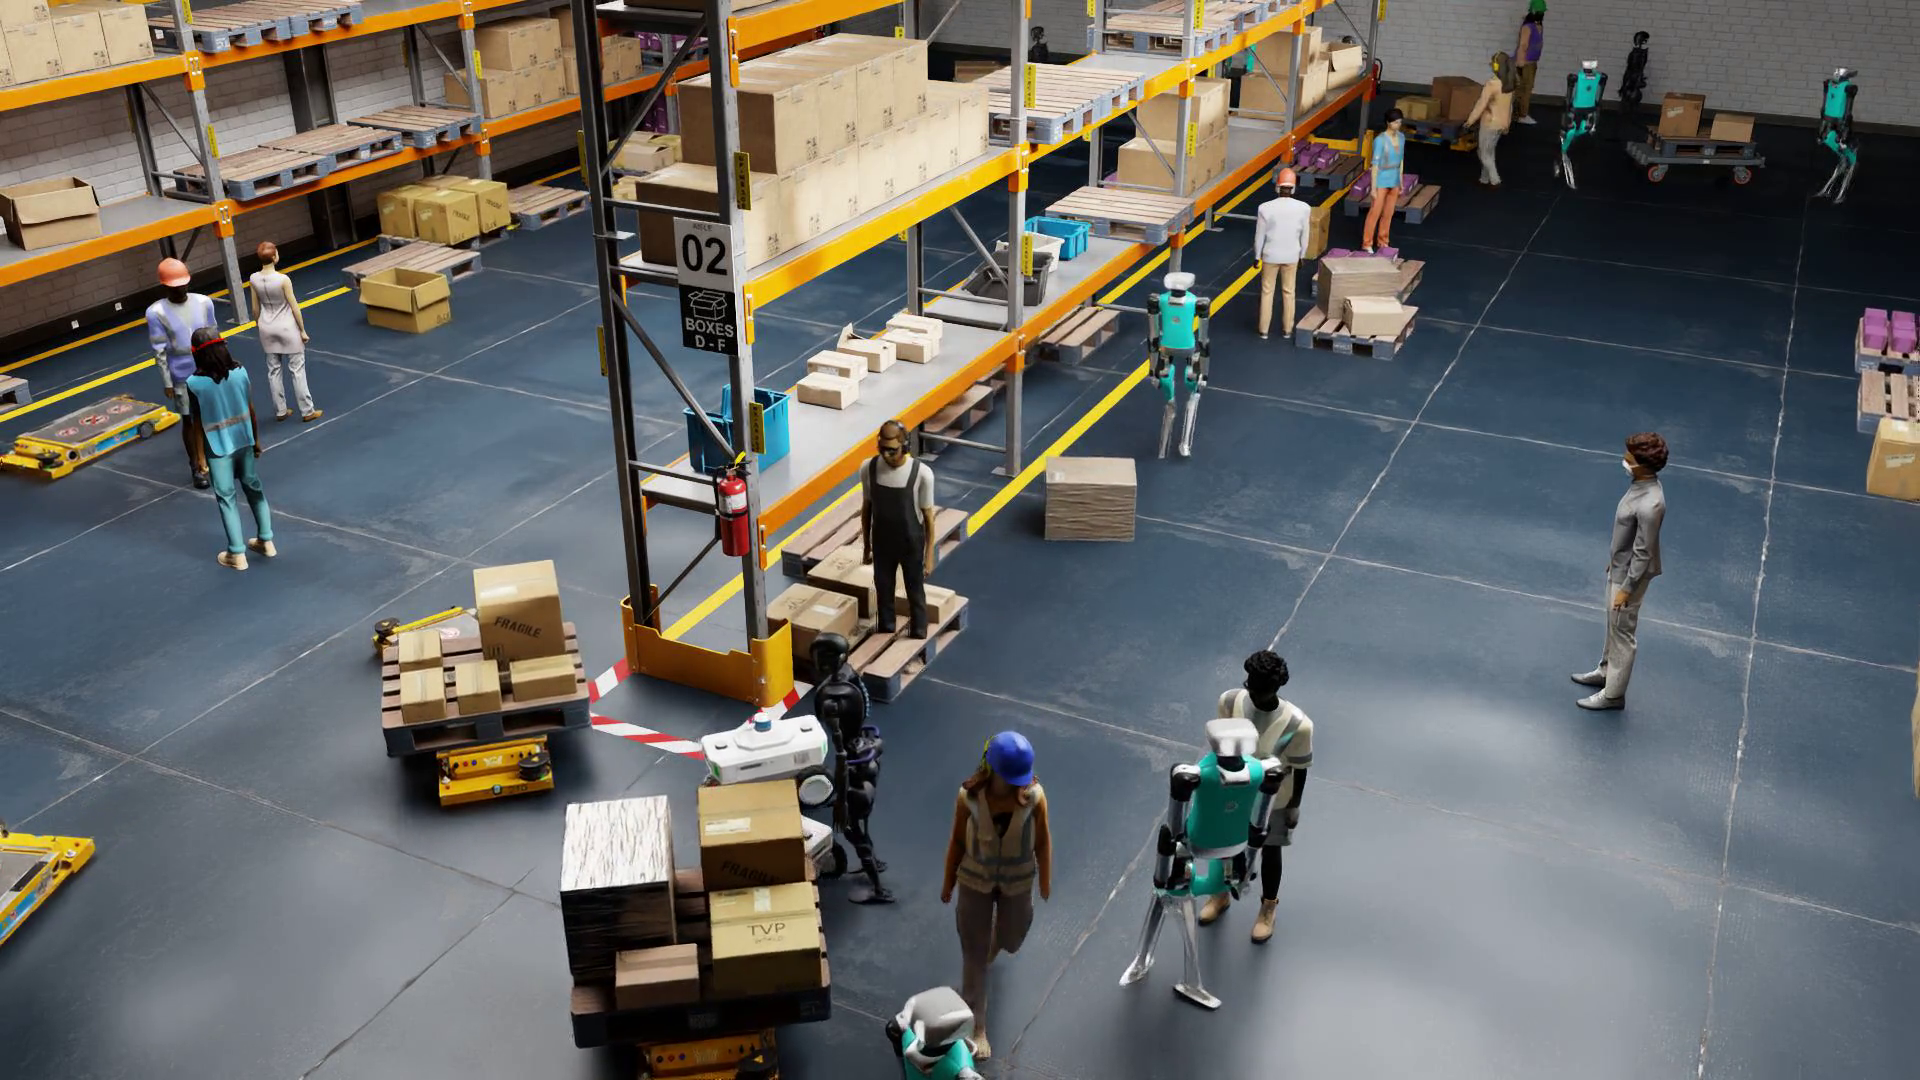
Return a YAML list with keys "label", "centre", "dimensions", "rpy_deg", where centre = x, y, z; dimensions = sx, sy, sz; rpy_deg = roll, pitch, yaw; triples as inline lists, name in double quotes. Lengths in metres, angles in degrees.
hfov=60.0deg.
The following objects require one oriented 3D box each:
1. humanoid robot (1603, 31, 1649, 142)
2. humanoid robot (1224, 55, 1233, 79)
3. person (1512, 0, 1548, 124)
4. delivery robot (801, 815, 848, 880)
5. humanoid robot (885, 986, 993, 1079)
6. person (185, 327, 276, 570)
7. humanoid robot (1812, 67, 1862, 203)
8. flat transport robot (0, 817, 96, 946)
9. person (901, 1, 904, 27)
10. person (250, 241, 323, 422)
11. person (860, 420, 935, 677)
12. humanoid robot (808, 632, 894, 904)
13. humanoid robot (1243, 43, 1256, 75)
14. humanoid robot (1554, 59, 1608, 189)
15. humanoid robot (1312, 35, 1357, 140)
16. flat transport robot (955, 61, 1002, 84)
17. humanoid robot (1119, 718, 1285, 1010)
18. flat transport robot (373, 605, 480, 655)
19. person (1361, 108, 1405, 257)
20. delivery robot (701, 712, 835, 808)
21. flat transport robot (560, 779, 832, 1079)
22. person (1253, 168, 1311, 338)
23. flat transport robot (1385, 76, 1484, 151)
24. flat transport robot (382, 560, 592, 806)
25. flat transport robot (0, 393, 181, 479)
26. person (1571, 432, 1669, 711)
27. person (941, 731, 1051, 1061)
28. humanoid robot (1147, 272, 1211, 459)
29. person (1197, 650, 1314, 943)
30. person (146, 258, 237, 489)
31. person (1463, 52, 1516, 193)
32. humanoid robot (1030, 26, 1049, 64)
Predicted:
- label: "humanoid robot"
  centre: [10.152, -6.773, 24.943]
  dimensions: [0.716, 1.660, 0.601]
  rpy_deg: [0, 26, 0]
- label: "humanoid robot"
  centre: [3.733, -6.750, 24.828]
  dimensions: [0.662, 1.863, 0.541]
  rpy_deg: [1, 26, 3]
- label: "person"
  centre: [8.898, -7.564, 26.217]
  dimensions: [0.704, 1.909, 0.543]
  rpy_deg: [20, 33, 35]
- label: "delivery robot"
  centre: [-1.033, 1.671, 9.087]
  dimensions: [0.798, 0.601, 0.499]
  rpy_deg: [16, 30, 28]
- label: "humanoid robot"
  centre: [0.111, 2.362, 6.363]
  dimensions: [1.031, 1.729, 0.557]
  rpy_deg: [-20, 33, -34]
- label: "person"
  centre: [-5.436, -0.678, 12.360]
  dimensions: [0.395, 1.862, 0.507]
  rpy_deg: [17, 31, 30]
- label: "humanoid robot"
  centre: [11.625, -5.306, 21.822]
  dimensions: [0.771, 1.773, 0.530]
  rpy_deg: [-6, 27, -12]
- label: "flat transport robot"
  centre: [-5.290, 1.982, 8.775]
  dimensions: [0.659, 0.231, 1.431]
  rpy_deg: [3, 26, 6]
- label: "person"
  centre: [-0.882, -9.482, 30.173]
  dimensions: [0.366, 1.833, 0.500]
  rpy_deg: [3, 27, 7]
- label: "person"
  centre: [-6.113, -1.865, 14.974]
  dimensions: [0.462, 1.659, 0.269]
  rpy_deg: [3, 27, 6]
- label: "person"
  centre: [-0.408, 0.052, 10.916]
  dimensions: [0.503, 1.834, 0.353]
  rpy_deg: [8, 27, 15]
- label: "humanoid robot"
  centre: [-0.561, 1.213, 8.753]
  dimensions: [0.430, 1.637, 0.616]
  rpy_deg: [2, 26, 5]
- label: "humanoid robot"
  centre: [4.529, -6.668, 24.653]
  dimensions: [0.712, 1.851, 0.542]
  rpy_deg: [-15, 30, -27]
- label: "humanoid robot"
  centre: [8.366, -5.753, 22.772]
  dimensions: [0.543, 1.760, 0.972]
  rpy_deg: [-1, 26, -2]
- label: "humanoid robot"
  centre: [5.587, -6.651, 24.644]
  dimensions: [0.592, 1.635, 0.601]
  rpy_deg: [6, 27, 11]
- label: "flat transport robot"
  centre: [0.223, -6.576, 26.061]
  dimensions: [1.431, 0.231, 0.659]
  rpy_deg: [0, 26, -1]
- label: "humanoid robot"
  centre: [1.120, 1.499, 8.089]
  dimensions: [0.586, 1.774, 0.877]
  rpy_deg: [-5, 27, -10]
- label: "flat transport robot"
  centre: [-3.331, 0.810, 11.141]
  dimensions: [0.659, 0.231, 1.431]
  rpy_deg: [-21, 33, -36]
- label: "person"
  centre: [5.016, -4.209, 19.605]
  dimensions: [0.493, 1.758, 0.306]
  rpy_deg: [-16, 30, -29]
- label: "delivery robot"
  centre: [-1.124, 1.302, 9.846]
  dimensions: [0.796, 0.612, 0.499]
  rpy_deg: [-10, 28, -19]
- label: "flat transport robot"
  centre: [-1.277, 2.231, 8.271]
  dimensions: [0.659, 0.231, 1.431]
  rpy_deg: [-4, 27, -9]
- label: "person"
  centre: [3.276, -2.930, 17.022]
  dimensions: [0.571, 1.749, 0.340]
  rpy_deg: [-1, 26, -2]
- label: "flat transport robot"
  centre: [7.183, -6.111, 25.121]
  dimensions: [1.431, 0.231, 0.659]
  rpy_deg: [21, 33, 36]
- label: "flat transport robot"
  centre: [-2.947, 1.156, 10.443]
  dimensions: [0.659, 0.231, 1.431]
  rpy_deg: [-8, 27, -15]
- label: "flat transport robot"
  centre: [-7.665, -0.927, 14.650]
  dimensions: [0.659, 0.231, 1.431]
  rpy_deg: [10, 28, 19]
- label: "person"
  centre: [4.237, 0.204, 10.533]
  dimensions: [0.395, 1.897, 0.534]
  rpy_deg: [7, 27, 13]
- label: "person"
  centre: [0.175, 1.570, 7.942]
  dimensions: [0.520, 1.736, 0.698]
  rpy_deg: [0, 26, 1]
- label: "humanoid robot"
  centre: [1.888, -1.451, 14.120]
  dimensions: [0.541, 1.823, 0.795]
  rpy_deg: [9, 28, 17]
- label: "person"
  centre: [1.521, 1.299, 8.547]
  dimensions: [0.533, 1.692, 0.322]
  rpy_deg: [16, 31, 30]
- label: "person"
  centre: [-6.297, -1.380, 13.687]
  dimensions: [0.354, 1.936, 0.550]
  rpy_deg: [23, 34, 38]
- label: "person"
  centre: [7.155, -5.583, 22.292]
  dimensions: [0.565, 1.862, 0.618]
  rpy_deg: [-20, 33, -35]
- label: "humanoid robot"
  centre: [1.232, -6.924, 25.183]
  dimensions: [0.411, 1.634, 0.609]
  rpy_deg: [4, 27, 8]
